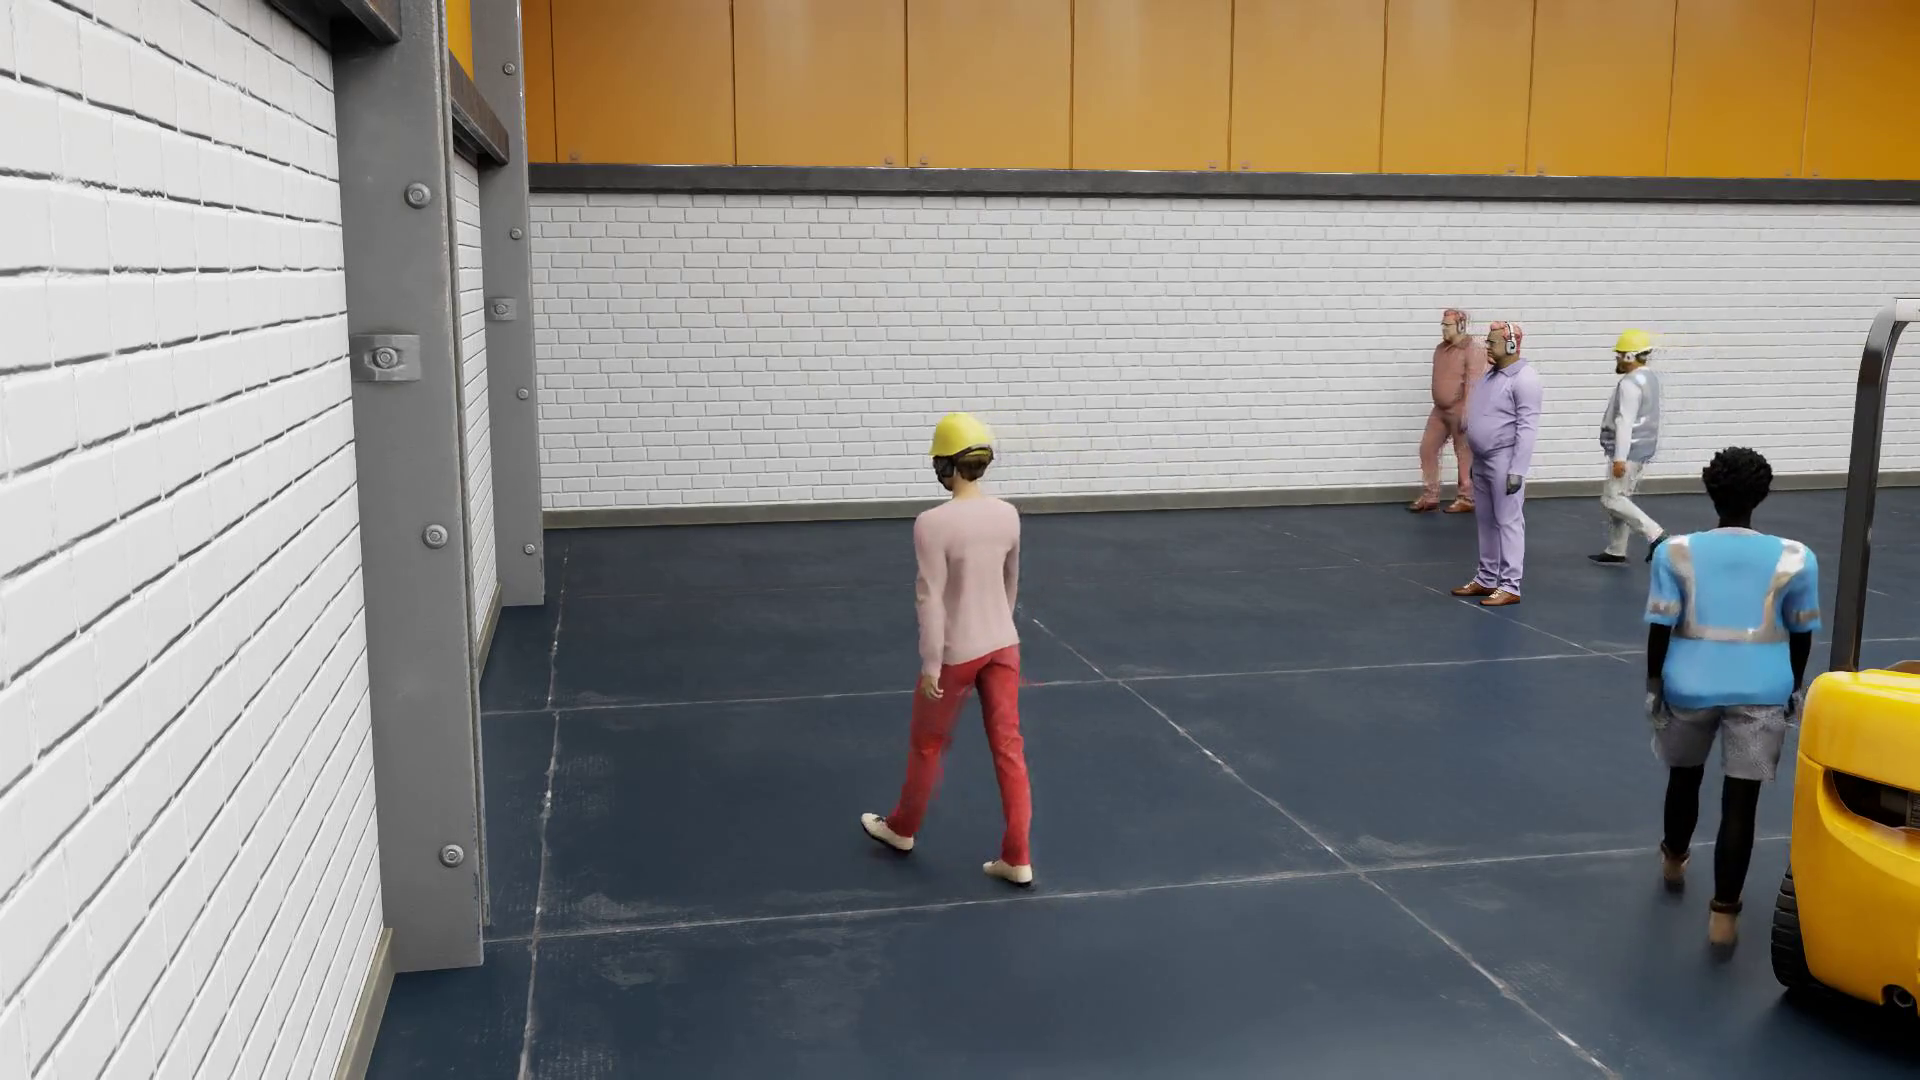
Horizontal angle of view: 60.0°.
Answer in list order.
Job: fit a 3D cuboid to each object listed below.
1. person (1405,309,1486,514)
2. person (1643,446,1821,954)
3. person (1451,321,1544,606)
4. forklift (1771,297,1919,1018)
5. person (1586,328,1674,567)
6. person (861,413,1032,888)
[{"bbox_3d":[4.425,-1.162,15.223,0.757,1.879,0.680,-4,10,-22],"label":"person"},{"bbox_3d":[2.633,0.508,5.712,0.540,1.654,0.854,5,10,27],"label":"person"},{"bbox_3d":[3.621,-0.514,11.219,0.410,1.909,0.642,-2,10,-12],"label":"person"},{"bbox_3d":[3.542,0.334,5.177,2.313,2.155,1.214,-9,13,-43],"label":"forklift"},{"bbox_3d":[5.054,-0.671,12.446,0.565,1.811,0.606,7,11,35],"label":"person"},{"bbox_3d":[-0.025,0.395,6.219,0.546,1.726,0.864,-8,12,-39],"label":"person"}]
